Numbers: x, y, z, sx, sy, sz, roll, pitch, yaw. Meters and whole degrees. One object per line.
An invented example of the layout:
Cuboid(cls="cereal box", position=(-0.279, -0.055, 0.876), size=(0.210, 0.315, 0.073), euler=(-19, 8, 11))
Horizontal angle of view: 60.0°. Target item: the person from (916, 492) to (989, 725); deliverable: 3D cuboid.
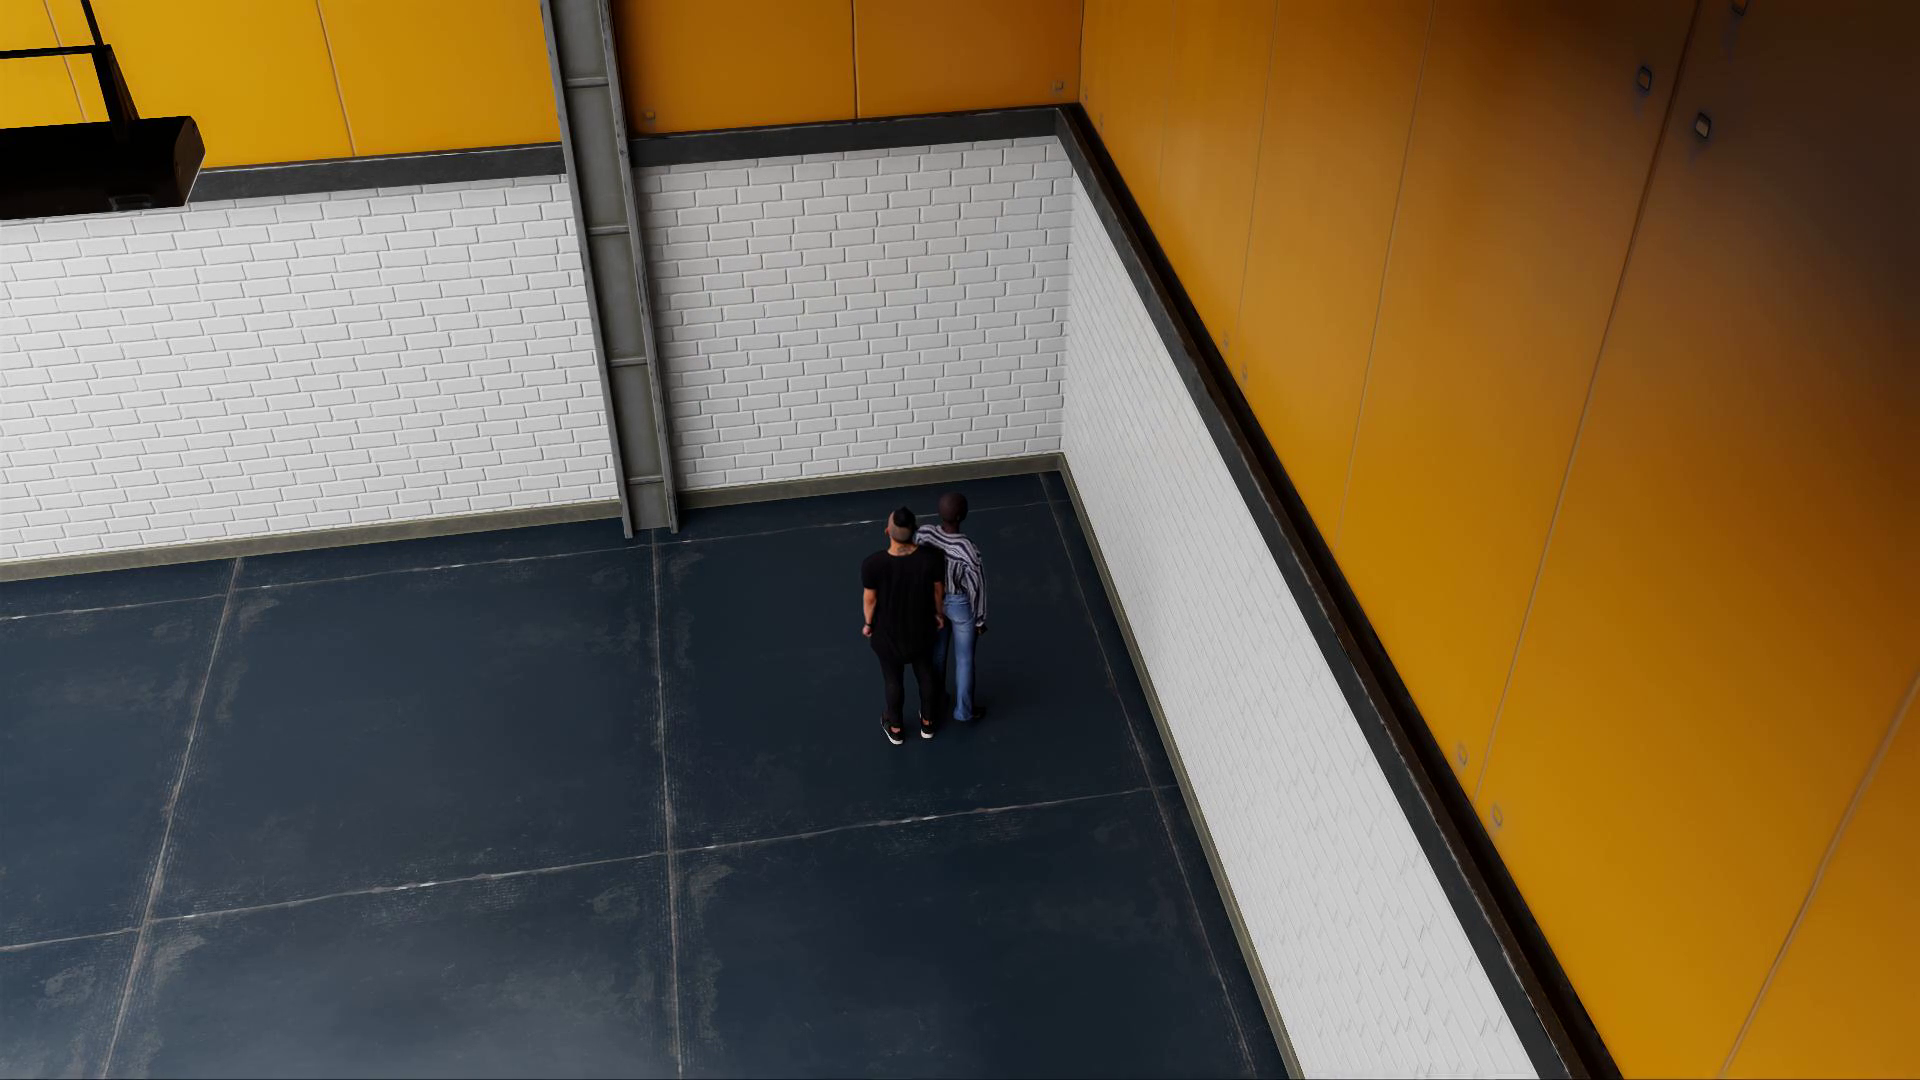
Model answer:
Cuboid(cls="person", position=(-0.049, 0.435, 10.359), size=(0.686, 1.796, 0.754), euler=(22, 44, 25))

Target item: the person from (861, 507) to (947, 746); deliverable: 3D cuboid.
Cuboid(cls="person", position=(-0.337, 0.504, 10.221), size=(0.530, 1.862, 0.757), euler=(-9, 39, -11))
